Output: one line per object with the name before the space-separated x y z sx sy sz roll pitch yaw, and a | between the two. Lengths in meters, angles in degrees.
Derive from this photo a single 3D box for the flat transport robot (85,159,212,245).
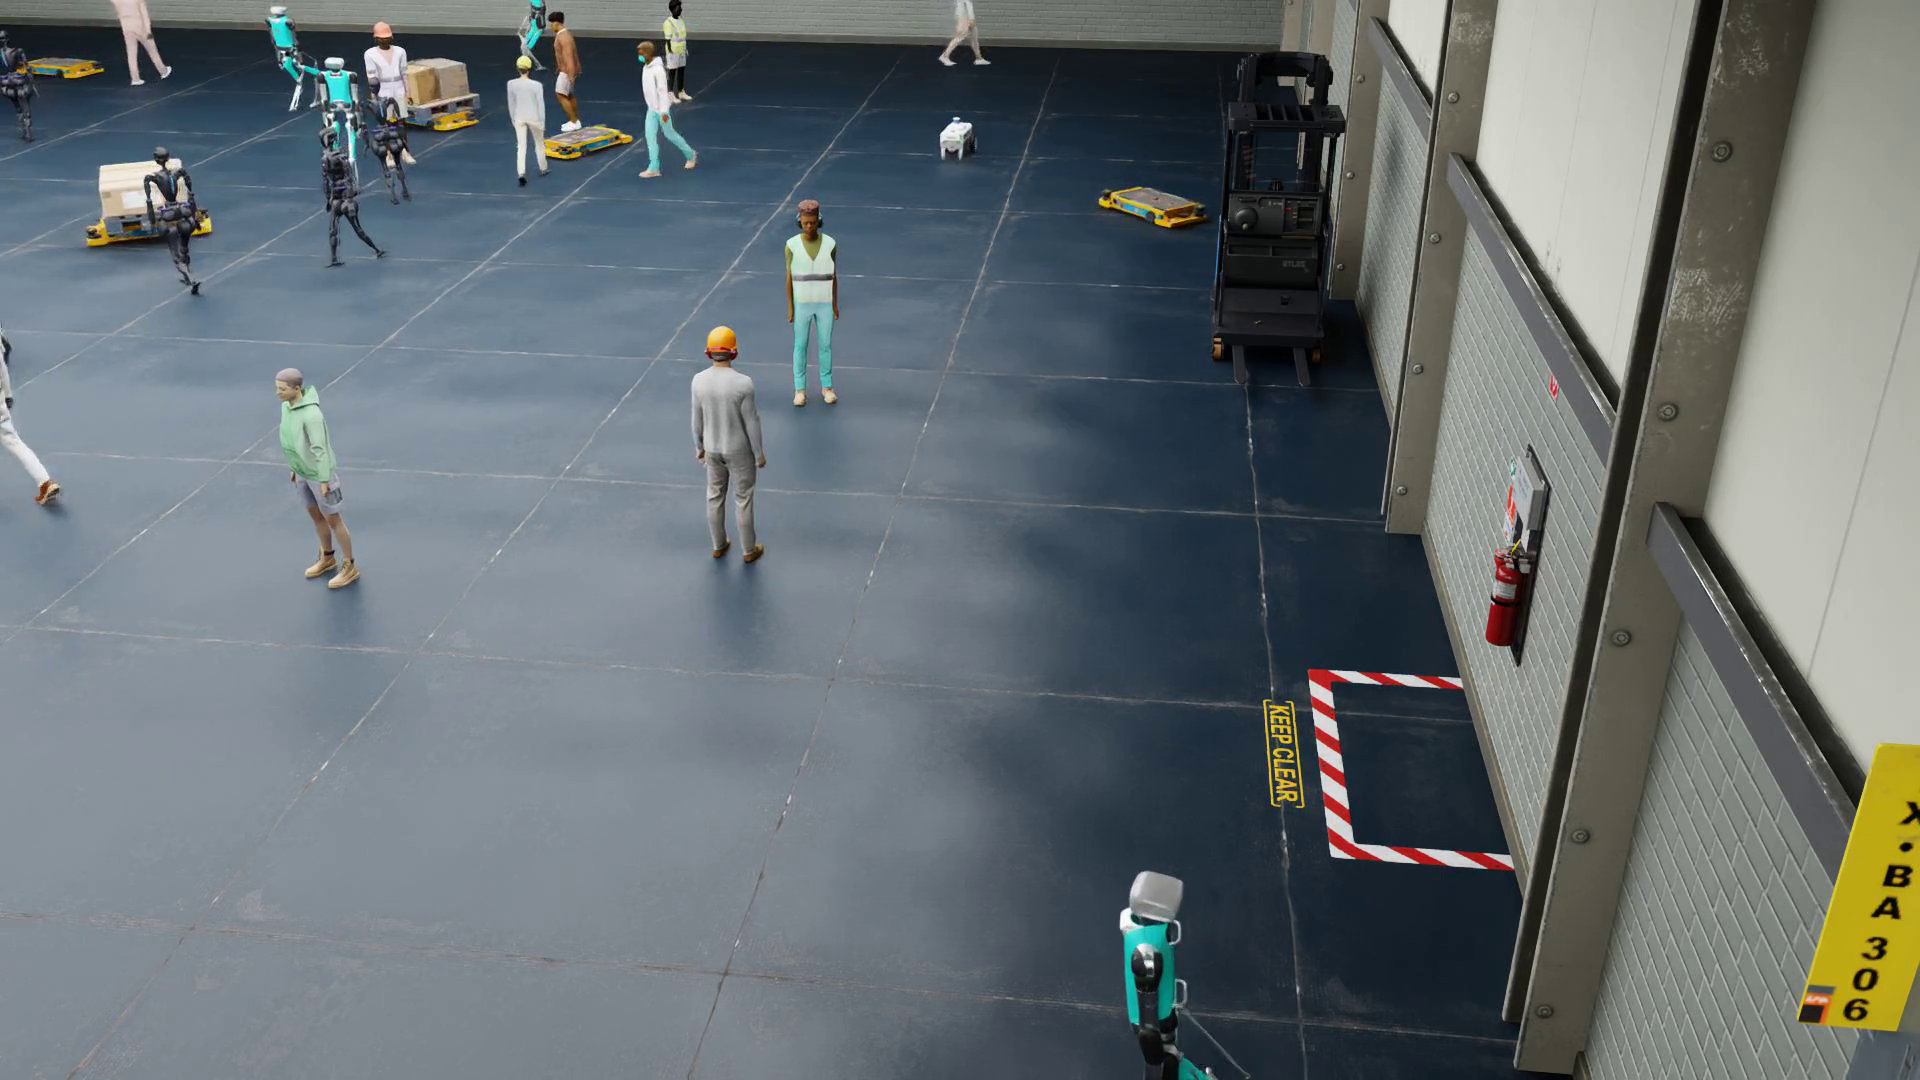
flat transport robot | -10.278 -3.979 21.082 1.431 0.231 0.659 -12 29 -22

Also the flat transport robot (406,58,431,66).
flat transport robot | -9.818 -8.455 30.018 0.659 0.231 1.431 9 28 17

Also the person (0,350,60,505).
person | -7.961 -1.126 13.624 0.884 1.856 0.590 10 28 18

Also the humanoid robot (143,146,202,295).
humanoid robot | -8.884 -3.627 18.866 0.739 1.654 0.584 22 34 37

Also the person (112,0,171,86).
person | -14.534 -9.054 29.445 0.645 1.855 0.949 2 27 4

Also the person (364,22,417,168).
person | -8.191 -6.420 23.978 0.607 2.044 0.389 -19 32 -33

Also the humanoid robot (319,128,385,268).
humanoid robot | -7.312 -4.070 19.765 0.612 1.648 0.767 20 33 35

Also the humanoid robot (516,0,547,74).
humanoid robot | -7.895 -9.346 30.246 0.821 1.860 0.550 -17 31 -31

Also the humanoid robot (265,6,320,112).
humanoid robot | -10.846 -7.930 27.351 0.547 1.735 0.973 9 28 18

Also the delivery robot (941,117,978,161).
delivery robot | -0.047 -5.987 24.761 0.499 0.586 0.782 6 27 12

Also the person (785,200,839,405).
person | -1.393 -2.250 15.725 0.488 1.977 0.383 -6 27 -11

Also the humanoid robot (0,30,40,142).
humanoid robot | -14.429 -6.968 25.479 0.583 1.643 0.573 -1 27 -3

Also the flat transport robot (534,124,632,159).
flat transport robot | -5.690 -6.018 25.153 0.659 0.231 1.431 16 31 29

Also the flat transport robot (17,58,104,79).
flat transport robot | -16.426 -8.598 30.304 1.431 0.231 0.659 8 28 16

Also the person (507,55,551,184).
person | -6.055 -5.889 23.261 0.533 1.733 0.858 1 27 3

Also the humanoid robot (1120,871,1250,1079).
humanoid robot | 1.116 2.220 7.105 0.924 1.789 0.545 3 27 6

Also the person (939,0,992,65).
person | 0.088 -9.726 30.814 0.966 1.837 0.509 -2 27 -5

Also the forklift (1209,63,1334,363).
forklift | 3.241 -3.477 17.183 1.129 2.768 1.873 3 27 6

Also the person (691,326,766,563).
person | -1.775 -0.723 12.779 0.569 1.889 0.389 7 28 14

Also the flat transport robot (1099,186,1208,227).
flat transport robot | 2.542 -4.402 21.927 0.659 0.231 1.431 -18 32 -31

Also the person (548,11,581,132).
person | -6.146 -7.343 26.048 0.425 1.834 0.837 -6 27 -12

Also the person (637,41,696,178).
person | -4.197 -6.130 23.593 0.895 1.874 0.540 -19 32 -33

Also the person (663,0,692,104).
person | -4.762 -8.221 27.965 0.322 1.691 0.531 13 29 23

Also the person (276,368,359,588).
person | -4.837 -0.478 12.461 0.470 1.734 0.325 19 32 33

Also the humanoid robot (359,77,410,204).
humanoid robot | -7.700 -5.348 22.259 0.600 1.642 0.474 -17 31 -31

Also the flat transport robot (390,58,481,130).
flat transport robot | -8.495 -6.782 26.677 1.431 0.231 0.659 16 31 28

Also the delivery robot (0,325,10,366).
delivery robot | -9.994 -1.956 16.711 0.764 0.582 0.499 -11 29 -21

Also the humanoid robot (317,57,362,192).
humanoid robot | -8.470 -5.588 22.771 0.540 1.898 0.750 -4 27 -8
